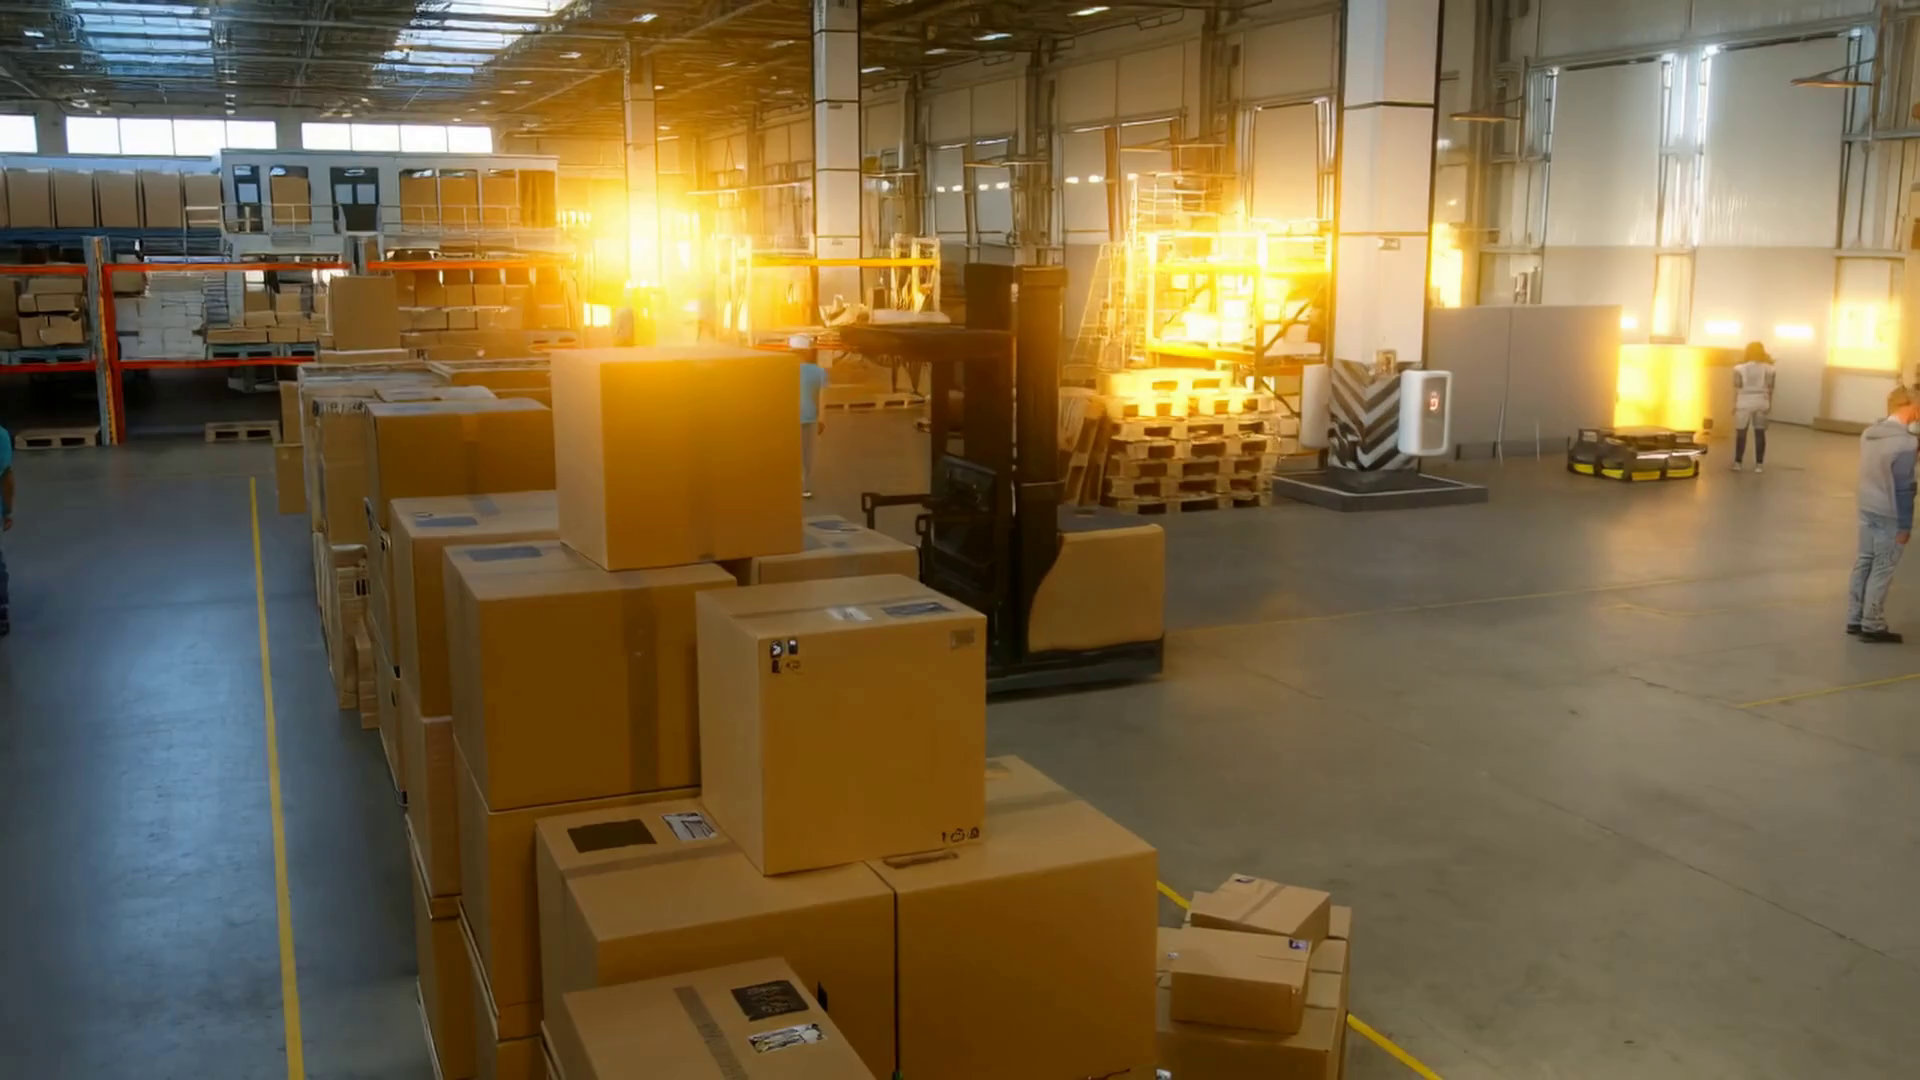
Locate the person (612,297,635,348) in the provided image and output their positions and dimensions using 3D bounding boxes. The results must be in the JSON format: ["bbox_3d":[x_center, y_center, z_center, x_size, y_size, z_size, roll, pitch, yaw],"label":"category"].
[{"bbox_3d":[-6.918,-3.997,33.646,0.833,1.811,0.660,-9,13,-40],"label":"person"}]

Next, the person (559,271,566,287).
[{"bbox_3d":[-13.701,-8.310,57.294,0.592,1.873,0.368,7,12,33],"label":"person"}]

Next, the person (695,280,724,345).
[{"bbox_3d":[-6.726,-5.935,44.106,0.920,1.911,0.542,6,12,28],"label":"person"}]

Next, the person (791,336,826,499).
[{"bbox_3d":[-1.893,-1.452,19.501,0.593,1.862,1.024,-4,11,-20],"label":"person"}]

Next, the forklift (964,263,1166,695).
[{"bbox_3d":[0.362,-0.447,11.148,1.873,2.768,1.129,-4,11,-23],"label":"forklift"}]

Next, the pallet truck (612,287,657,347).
[{"bbox_3d":[-6.464,-4.406,35.401,0.823,1.965,1.885,6,12,32],"label":"pallet truck"}]

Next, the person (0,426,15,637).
[{"bbox_3d":[-7.448,-0.219,12.490,0.636,1.939,0.362,-3,11,-17],"label":"person"}]

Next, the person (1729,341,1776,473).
[{"bbox_3d":[10.161,-1.706,21.349,0.535,1.699,0.318,2,10,9],"label":"person"}]

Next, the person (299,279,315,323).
[{"bbox_3d":[-17.043,-5.830,43.418,0.356,1.936,0.638,-10,14,-43],"label":"person"}]

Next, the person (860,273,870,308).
[{"bbox_3d":[-3.384,-8.201,56.805,0.661,1.815,0.783,0,10,2],"label":"person"}]

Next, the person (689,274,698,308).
[{"bbox_3d":[-9.960,-9.178,62.509,0.859,1.709,0.500,2,11,12],"label":"person"}]

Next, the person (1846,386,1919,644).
[{"bbox_3d":[6.877,-0.184,12.346,0.391,1.928,0.636,0,10,1],"label":"person"}]

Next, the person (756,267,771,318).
[{"bbox_3d":[-7.476,-9.304,62.584,0.786,1.922,0.638,4,11,22],"label":"person"}]
